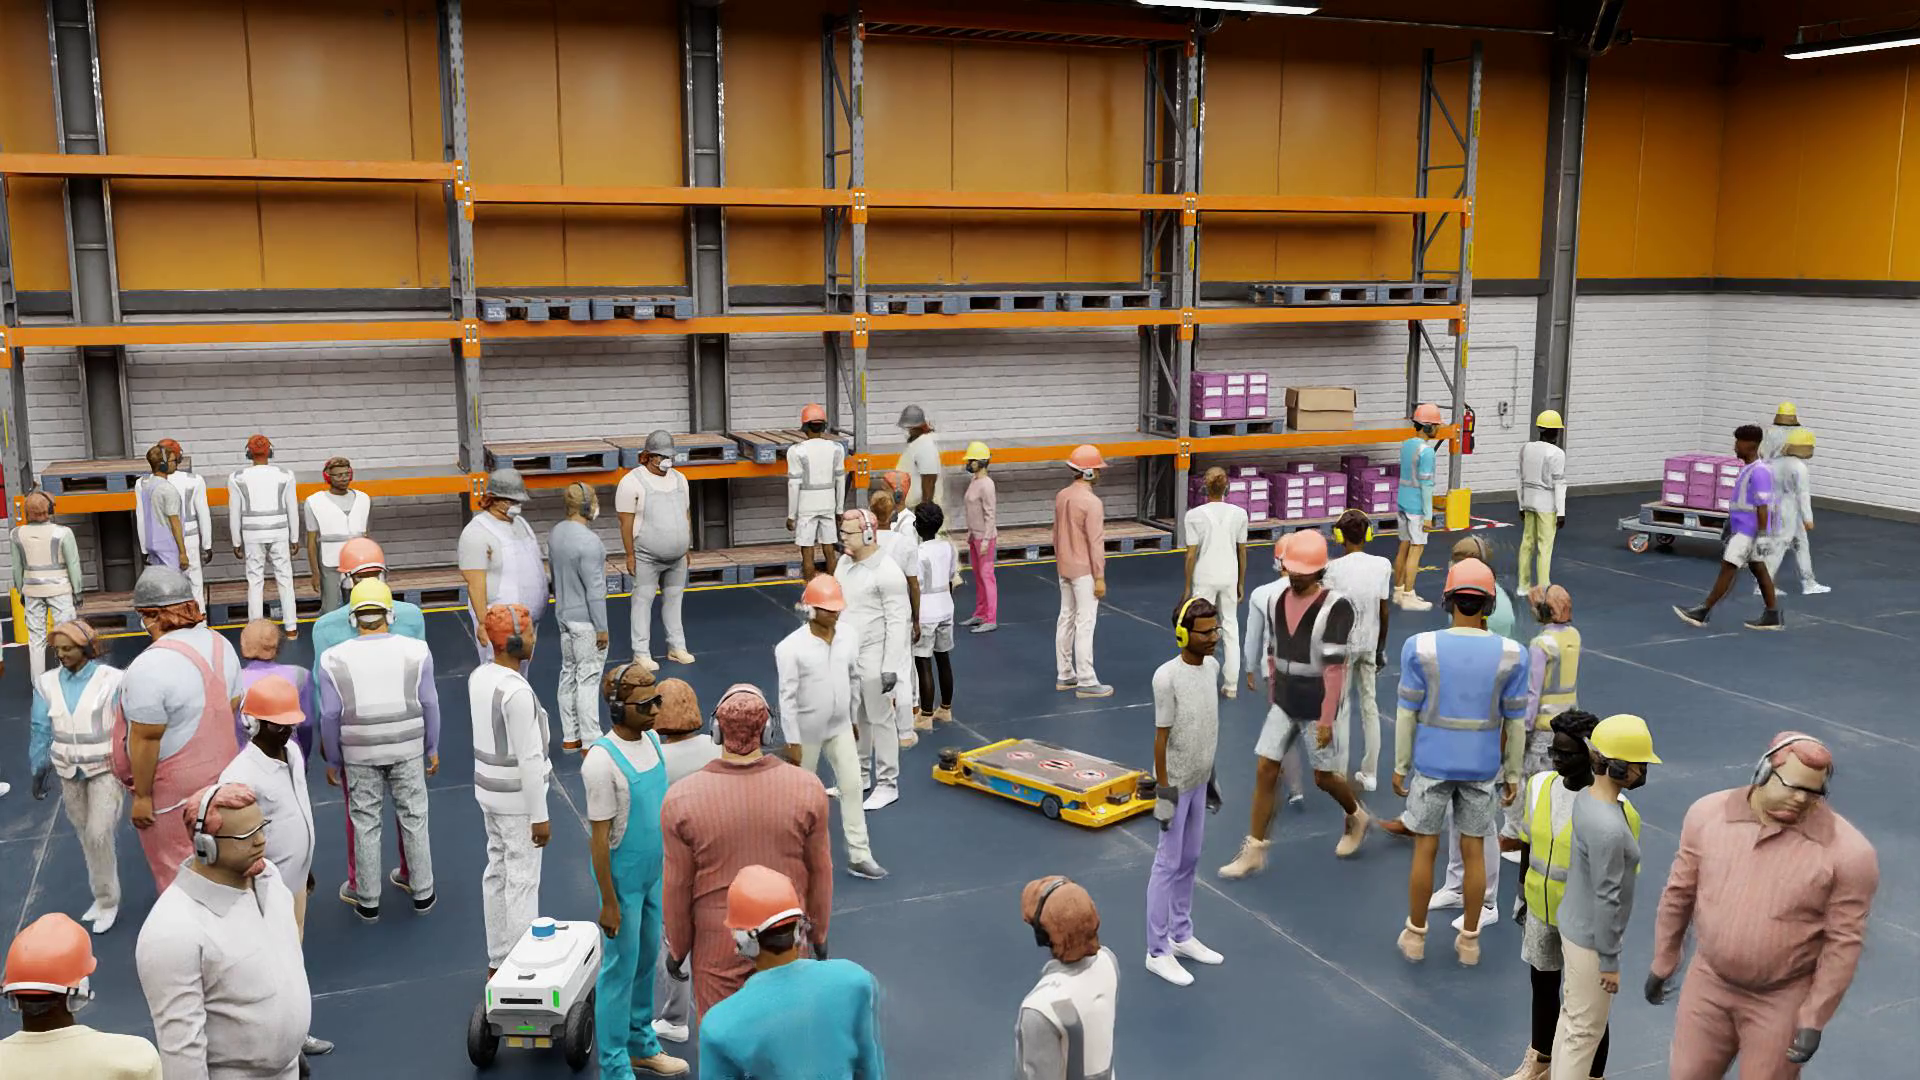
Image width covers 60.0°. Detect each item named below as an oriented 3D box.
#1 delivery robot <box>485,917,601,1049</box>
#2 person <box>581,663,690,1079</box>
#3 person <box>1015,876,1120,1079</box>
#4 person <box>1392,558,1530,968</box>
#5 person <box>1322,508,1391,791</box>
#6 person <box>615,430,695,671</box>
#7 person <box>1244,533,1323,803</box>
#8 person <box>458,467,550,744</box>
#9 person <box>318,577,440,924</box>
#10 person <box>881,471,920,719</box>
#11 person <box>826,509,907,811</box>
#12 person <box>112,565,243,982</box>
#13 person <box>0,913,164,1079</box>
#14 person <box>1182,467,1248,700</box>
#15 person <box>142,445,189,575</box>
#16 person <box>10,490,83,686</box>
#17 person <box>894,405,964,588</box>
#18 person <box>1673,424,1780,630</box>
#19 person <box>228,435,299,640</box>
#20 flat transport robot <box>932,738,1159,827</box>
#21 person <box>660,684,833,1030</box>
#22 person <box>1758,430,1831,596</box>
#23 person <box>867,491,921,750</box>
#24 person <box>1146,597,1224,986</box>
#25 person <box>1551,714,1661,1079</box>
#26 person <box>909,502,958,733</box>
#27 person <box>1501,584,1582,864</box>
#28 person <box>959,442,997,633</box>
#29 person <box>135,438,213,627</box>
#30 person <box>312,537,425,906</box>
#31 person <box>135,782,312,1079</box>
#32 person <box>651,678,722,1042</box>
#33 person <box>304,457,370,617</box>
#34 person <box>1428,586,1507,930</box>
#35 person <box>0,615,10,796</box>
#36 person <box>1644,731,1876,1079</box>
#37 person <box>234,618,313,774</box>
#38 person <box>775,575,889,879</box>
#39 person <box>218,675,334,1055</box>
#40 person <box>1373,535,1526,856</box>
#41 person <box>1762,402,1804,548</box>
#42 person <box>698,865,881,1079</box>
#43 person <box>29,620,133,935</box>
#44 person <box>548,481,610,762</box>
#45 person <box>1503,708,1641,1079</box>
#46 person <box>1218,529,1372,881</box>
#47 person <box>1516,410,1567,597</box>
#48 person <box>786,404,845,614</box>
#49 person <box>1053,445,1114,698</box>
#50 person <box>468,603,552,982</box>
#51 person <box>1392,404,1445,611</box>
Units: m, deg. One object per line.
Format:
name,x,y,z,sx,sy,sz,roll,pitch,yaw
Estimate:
delivery robot,-1.838,1.918,7.372,0.477,0.478,0.707,0,10,2
person,-1.344,1.407,6.867,0.333,1.844,0.514,3,10,16
person,0.329,1.822,5.081,0.315,1.636,0.515,6,11,30
person,2.441,1.094,8.165,0.615,2.028,0.409,1,10,7
person,2.534,0.720,10.777,0.518,1.865,0.329,-3,10,-15
person,-2.516,0.071,14.003,0.680,2.000,0.535,-9,13,-42
person,2.135,0.812,10.747,0.569,1.700,0.925,-1,10,-5
person,-3.113,0.495,11.563,0.538,2.000,0.681,3,10,17
person,-3.025,1.100,8.709,0.589,1.822,0.403,-4,11,-21
person,-0.467,0.416,12.475,0.355,1.883,0.573,-3,10,-16
person,-0.615,0.746,10.505,0.400,1.907,0.644,-7,12,-37
person,-3.793,1.106,8.039,0.535,2.000,0.687,2,10,11
person,-2.409,1.861,4.517,0.565,1.751,0.330,-3,10,-17
person,1.978,0.349,12.965,0.506,1.846,0.351,-1,10,-8
person,-6.884,0.088,14.469,0.507,1.846,0.345,7,12,35
person,-7.167,0.429,13.085,0.514,1.645,0.309,0,10,-3
person,-0.331,-0.420,16.835,0.830,2.000,0.806,-3,10,-16
person,7.190,-0.115,15.422,0.990,1.912,0.637,3,10,17
person,-6.247,-0.011,14.970,0.573,1.876,0.355,-5,11,-25
flat transport robot,0.550,1.526,10.714,1.431,0.197,0.652,9,14,43
person,-0.799,1.479,6.278,0.638,1.910,0.407,-2,10,-13
person,8.550,-0.261,16.853,0.818,1.704,0.500,2,10,13
person,-0.526,0.571,11.695,0.506,1.844,0.343,1,10,4
person,1.113,1.188,8.059,0.335,1.873,0.519,8,13,39
person,2.479,1.529,6.424,0.338,1.761,0.524,2,10,13
person,-0.228,0.560,12.175,0.316,1.696,0.540,7,12,35
person,3.365,1.055,9.517,0.519,1.631,0.319,-9,14,-44
person,0.174,-0.025,15.348,0.318,1.769,0.522,-3,10,-16
person,-6.869,0.050,14.573,0.584,1.882,0.337,-3,10,-19
person,-3.163,0.973,8.961,0.614,1.988,0.406,-8,13,-38
person,-2.215,1.672,5.166,0.408,1.908,0.643,1,10,4
person,-1.242,1.417,7.420,0.498,1.634,0.278,-9,14,-44
person,-5.075,0.230,13.643,0.388,1.848,0.564,8,13,39
person,2.653,1.088,8.638,0.311,1.869,0.530,-4,10,-19
person,-6.375,0.740,10.503,0.593,1.920,0.391,-4,11,-22
person,2.770,1.569,5.838,0.410,1.885,0.683,-9,13,-43
person,-3.669,1.202,8.712,0.563,1.614,0.611,-8,13,-40
person,-0.705,1.054,9.231,0.597,1.720,0.777,-8,13,-38
person,-2.879,1.424,7.043,0.338,1.747,0.572,0,10,2
person,2.892,0.908,9.599,0.972,1.889,0.652,-1,10,-5
person,9.747,-0.769,19.732,0.479,1.733,0.342,1,10,4
person,-0.512,1.803,4.935,0.581,1.720,0.508,-7,12,-34
person,-4.533,1.224,8.573,0.543,1.618,0.580,1,10,4
person,-2.603,0.559,11.495,0.373,1.939,0.629,-8,13,-39
person,2.458,1.508,6.714,0.316,1.695,0.542,-6,11,-31
person,1.957,0.903,9.332,0.983,2.001,0.605,-8,12,-37
person,5.861,-0.346,16.732,0.368,1.925,0.594,-5,11,-26
person,-1.415,-0.302,16.146,0.616,2.041,0.377,-6,12,-32
person,0.966,0.241,13.160,0.387,1.993,0.612,-5,11,-27
person,-2.085,1.225,7.813,0.355,1.883,0.575,-8,13,-39
person,4.506,-0.320,16.299,0.418,2.035,0.601,-1,10,-8
